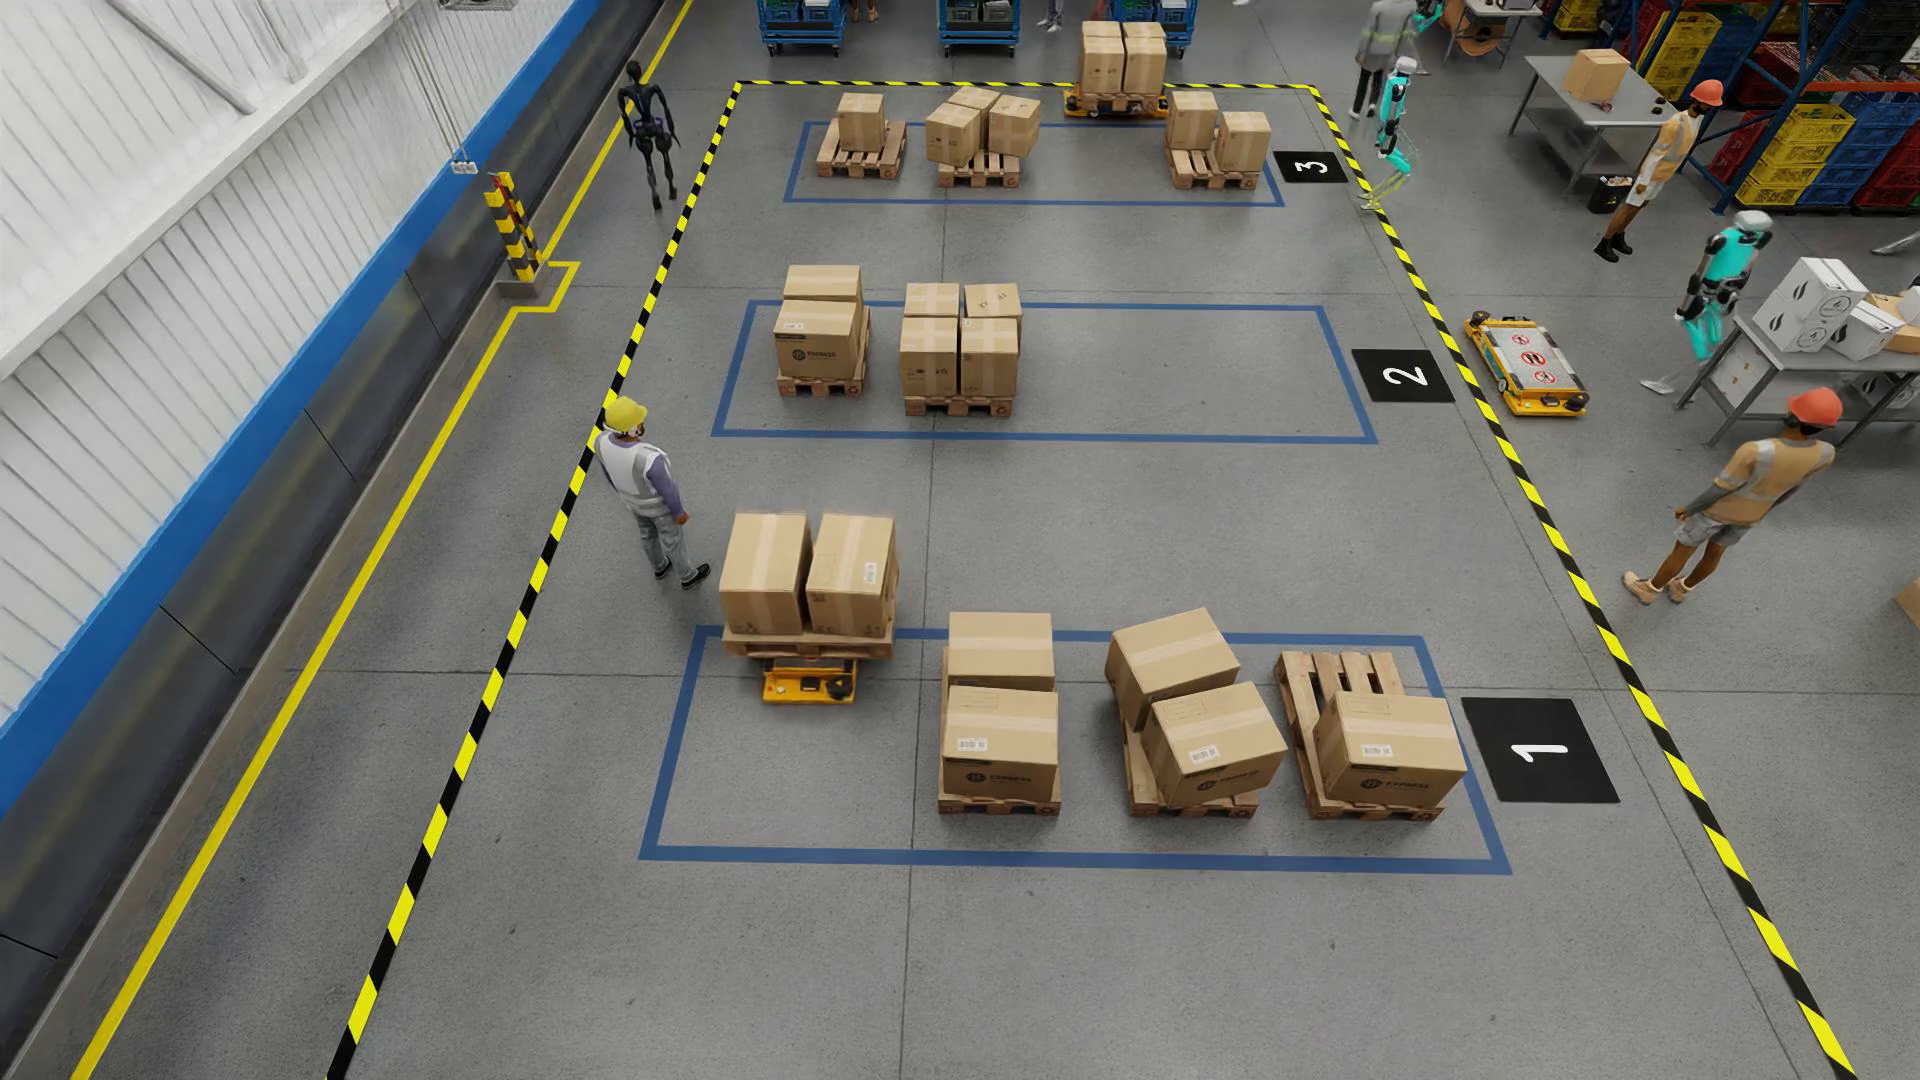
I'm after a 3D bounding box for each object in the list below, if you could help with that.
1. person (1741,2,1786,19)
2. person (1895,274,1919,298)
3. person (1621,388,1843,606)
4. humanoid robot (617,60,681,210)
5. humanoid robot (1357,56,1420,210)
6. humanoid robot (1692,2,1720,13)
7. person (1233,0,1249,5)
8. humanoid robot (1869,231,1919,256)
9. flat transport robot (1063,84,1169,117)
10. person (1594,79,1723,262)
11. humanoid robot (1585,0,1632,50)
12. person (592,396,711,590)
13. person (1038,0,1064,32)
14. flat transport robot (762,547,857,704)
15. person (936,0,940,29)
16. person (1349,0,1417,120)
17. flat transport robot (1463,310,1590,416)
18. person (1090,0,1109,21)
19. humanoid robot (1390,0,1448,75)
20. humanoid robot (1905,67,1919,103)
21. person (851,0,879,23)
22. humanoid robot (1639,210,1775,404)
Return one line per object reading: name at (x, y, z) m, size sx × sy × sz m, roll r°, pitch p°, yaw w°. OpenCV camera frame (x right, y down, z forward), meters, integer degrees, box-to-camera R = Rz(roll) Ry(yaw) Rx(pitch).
person at (13.223, -9.347, 14.610) m, size 0.629 × 1.795 × 0.943 m, roll -25°, pitch 54°, yaw -20°
person at (10.363, -3.163, 9.238) m, size 0.338 × 1.838 × 0.506 m, roll -27°, pitch 54°, yaw -21°
person at (5.529, -0.256, 6.582) m, size 0.605 × 2.045 × 0.376 m, roll 1°, pitch 49°, yaw 1°
humanoid robot at (-3.599, -4.711, 10.681) m, size 0.589 × 1.640 × 0.522 m, roll -7°, pitch 49°, yaw -6°
humanoid robot at (5.030, -4.588, 10.444) m, size 0.735 × 1.677 × 0.533 m, roll 10°, pitch 50°, yaw 8°
humanoid robot at (10.638, -7.601, 13.187) m, size 0.512 × 1.637 × 0.591 m, roll -7°, pitch 49°, yaw -6°
person at (5.066, -9.813, 14.994) m, size 0.875 × 1.835 × 0.522 m, roll -15°, pitch 51°, yaw -12°
humanoid robot at (10.965, -3.764, 9.857) m, size 1.003 × 1.764 × 0.536 m, roll 7°, pitch 50°, yaw 6°
flat transport robot at (2.191, -6.198, 12.880) m, size 1.431 × 0.197 × 0.652 m, roll 1°, pitch 49°, yaw 1°
person at (7.511, -3.941, 9.841) m, size 0.550 × 1.936 × 0.354 m, roll -27°, pitch 54°, yaw -21°
humanoid robot at (9.493, -7.752, 13.323) m, size 0.400 × 1.640 × 0.610 m, roll -4°, pitch 49°, yaw -3°
person at (-2.279, -0.323, 6.777) m, size 0.601 × 1.830 × 0.404 m, roll 21°, pitch 52°, yaw 17°
person at (1.478, -8.892, 14.253) m, size 0.294 × 1.745 × 0.485 m, roll -20°, pitch 52°, yaw -17°
flat transport robot at (-1.082, 0.586, 7.008) m, size 0.652 × 0.197 × 1.431 m, roll 1°, pitch 49°, yaw 1°
person at (-0.204, -8.961, 14.228) m, size 0.512 × 1.876 × 0.328 m, roll 12°, pitch 50°, yaw 10°
person at (5.541, -6.504, 12.119) m, size 0.610 × 1.841 × 0.411 m, roll 1°, pitch 49°, yaw 1°
flat transport robot at (5.573, -1.757, 9.054) m, size 0.659 × 0.231 × 1.431 m, roll 1°, pitch 49°, yaw 1°
person at (2.554, -8.833, 14.144) m, size 1.079 × 1.826 × 0.594 m, roll -3°, pitch 49°, yaw -2°
humanoid robot at (6.715, -7.715, 13.236) m, size 0.598 × 1.765 × 0.878 m, roll -37°, pitch 58°, yaw -27°
humanoid robot at (12.786, -6.125, 11.943) m, size 0.801 × 1.611 × 0.591 m, roll -9°, pitch 50°, yaw -8°
person at (-1.598, -9.250, 14.367) m, size 0.604 × 2.045 × 0.378 m, roll 4°, pitch 49°, yaw 3°
humanoid robot at (6.865, -1.986, 8.286) m, size 0.588 × 1.783 × 0.822 m, roll -6°, pitch 49°, yaw -5°
